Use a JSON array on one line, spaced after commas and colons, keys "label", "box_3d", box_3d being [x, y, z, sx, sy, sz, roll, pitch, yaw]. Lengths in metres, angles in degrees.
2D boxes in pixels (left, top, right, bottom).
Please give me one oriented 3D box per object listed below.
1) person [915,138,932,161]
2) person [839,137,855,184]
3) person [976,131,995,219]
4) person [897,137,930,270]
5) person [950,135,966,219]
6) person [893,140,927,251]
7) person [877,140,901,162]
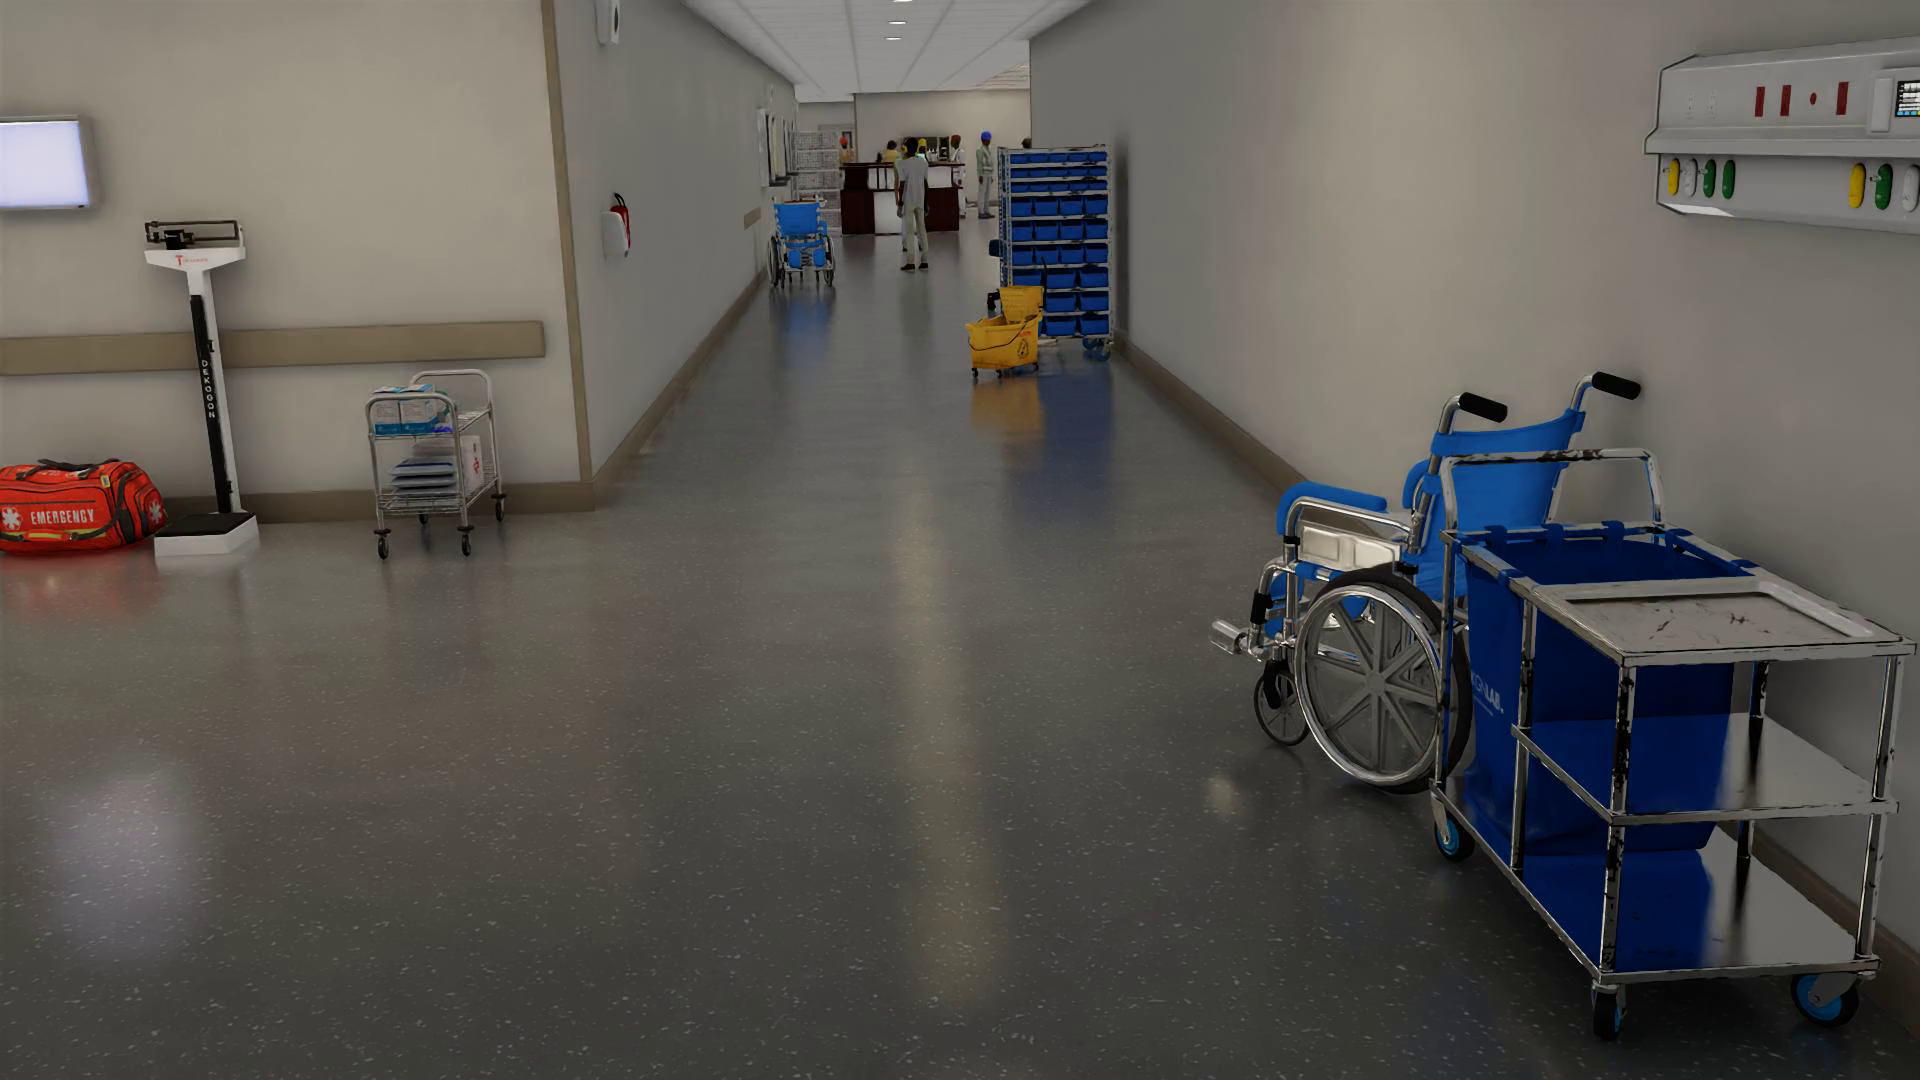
[{"label": "person", "box_3d": [-0.876, -8.631, 39.621, 0.594, 1.824, 0.404, -1, 14, 1]}, {"label": "person", "box_3d": [-3.377, -11.057, 49.676, 0.543, 1.924, 0.408, 4, 15, 22]}, {"label": "person", "box_3d": [0.585, -8.271, 37.698, 0.404, 1.945, 0.615, 5, 15, 25]}, {"label": "person", "box_3d": [-0.668, -4.773, 23.633, 0.513, 1.872, 0.328, -10, 16, -30]}, {"label": "person", "box_3d": [-0.057, -8.212, 37.670, 0.354, 1.883, 0.573, -6, 14, -16]}, {"label": "person", "box_3d": [-0.813, -5.732, 27.670, 0.560, 1.839, 0.393, -2, 14, -3]}, {"label": "person", "box_3d": [-1.797, -8.856, 40.716, 0.774, 1.807, 0.434, -6, 14, -17]}]
